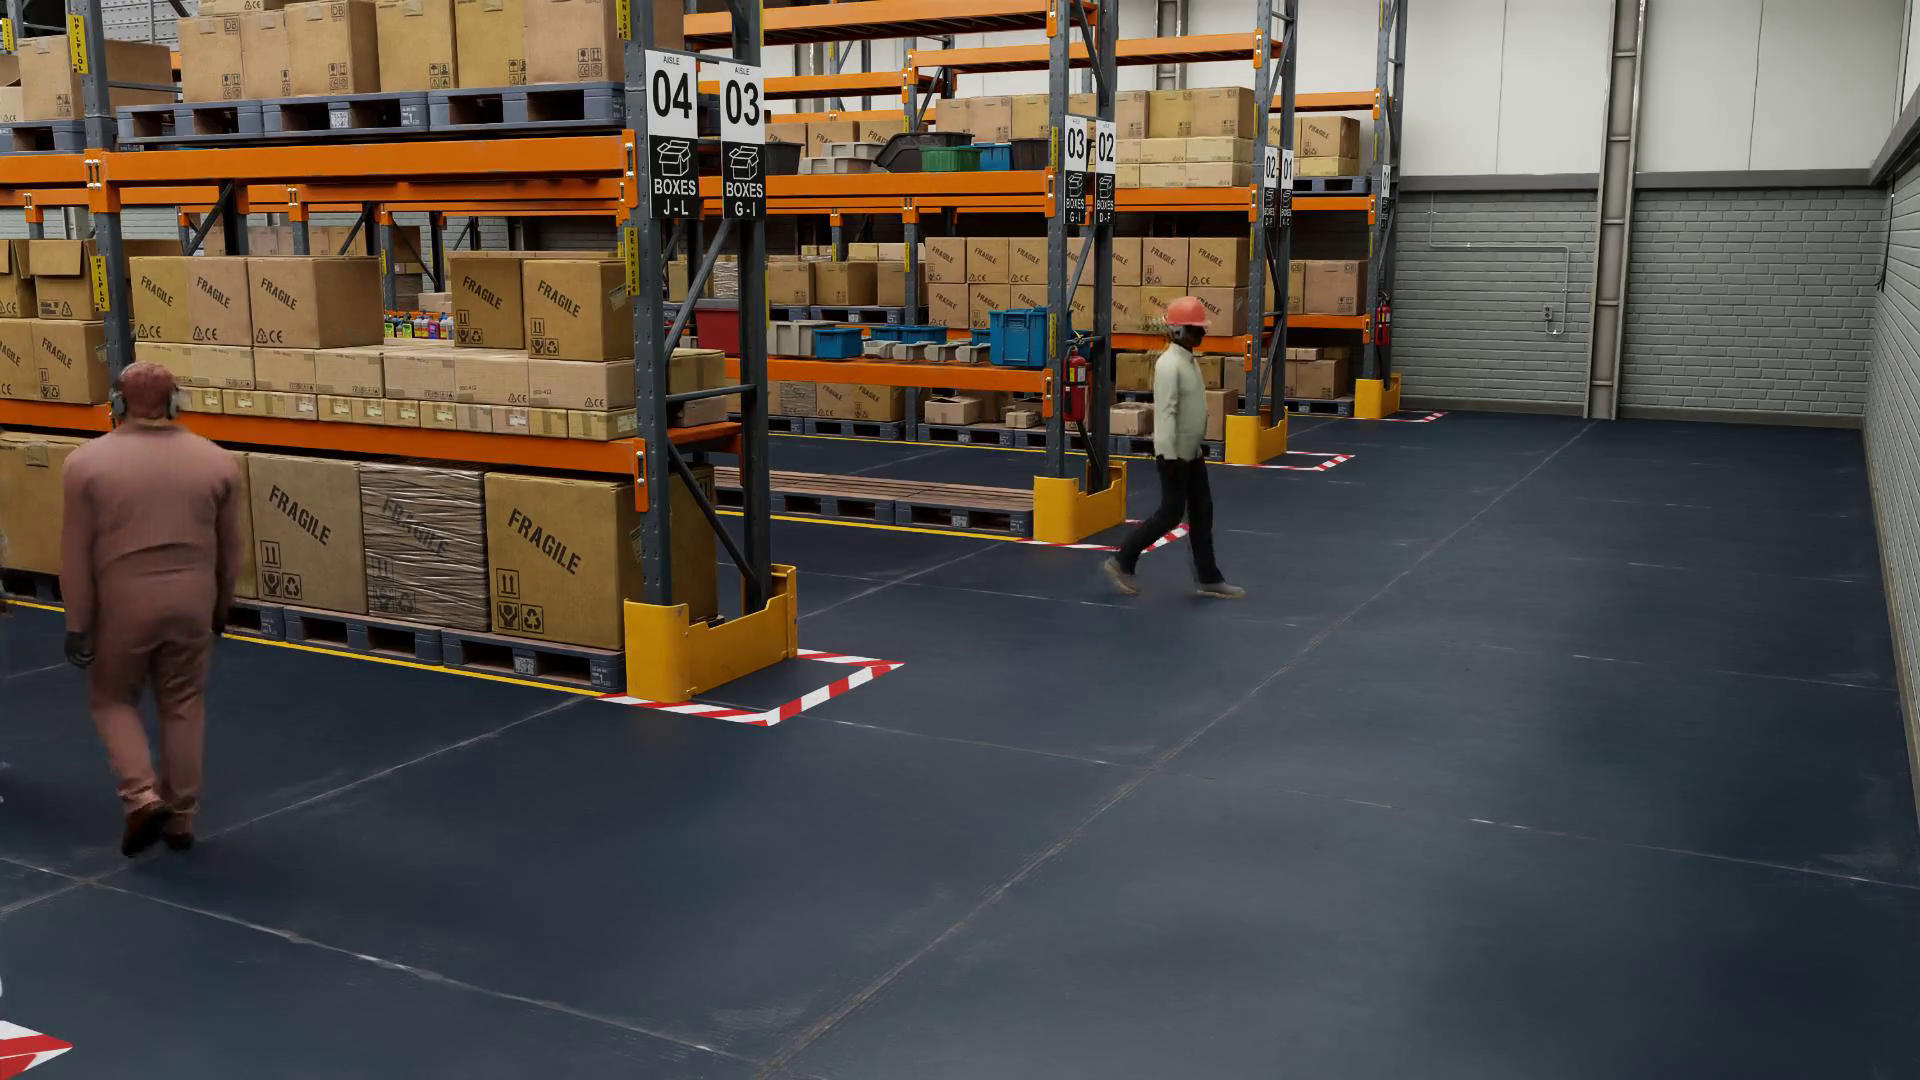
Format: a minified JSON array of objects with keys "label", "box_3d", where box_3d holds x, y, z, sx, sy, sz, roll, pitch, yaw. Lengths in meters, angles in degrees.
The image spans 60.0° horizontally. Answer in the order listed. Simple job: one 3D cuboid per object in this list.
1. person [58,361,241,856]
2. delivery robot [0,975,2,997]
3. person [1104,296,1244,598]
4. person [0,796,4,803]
[{"label":"person","box_3d":[-3.049,0.270,6.318,0.672,1.881,0.460,-9,14,-41]},{"label":"delivery robot","box_3d":[-2.920,1.247,4.343,0.707,0.478,0.477,-9,14,-42]},{"label":"person","box_3d":[1.403,-0.593,10.779,0.861,1.969,0.638,4,11,23]},{"label":"person","box_3d":[-4.228,0.245,6.960,0.387,1.706,0.592,-4,11,-21]}]
